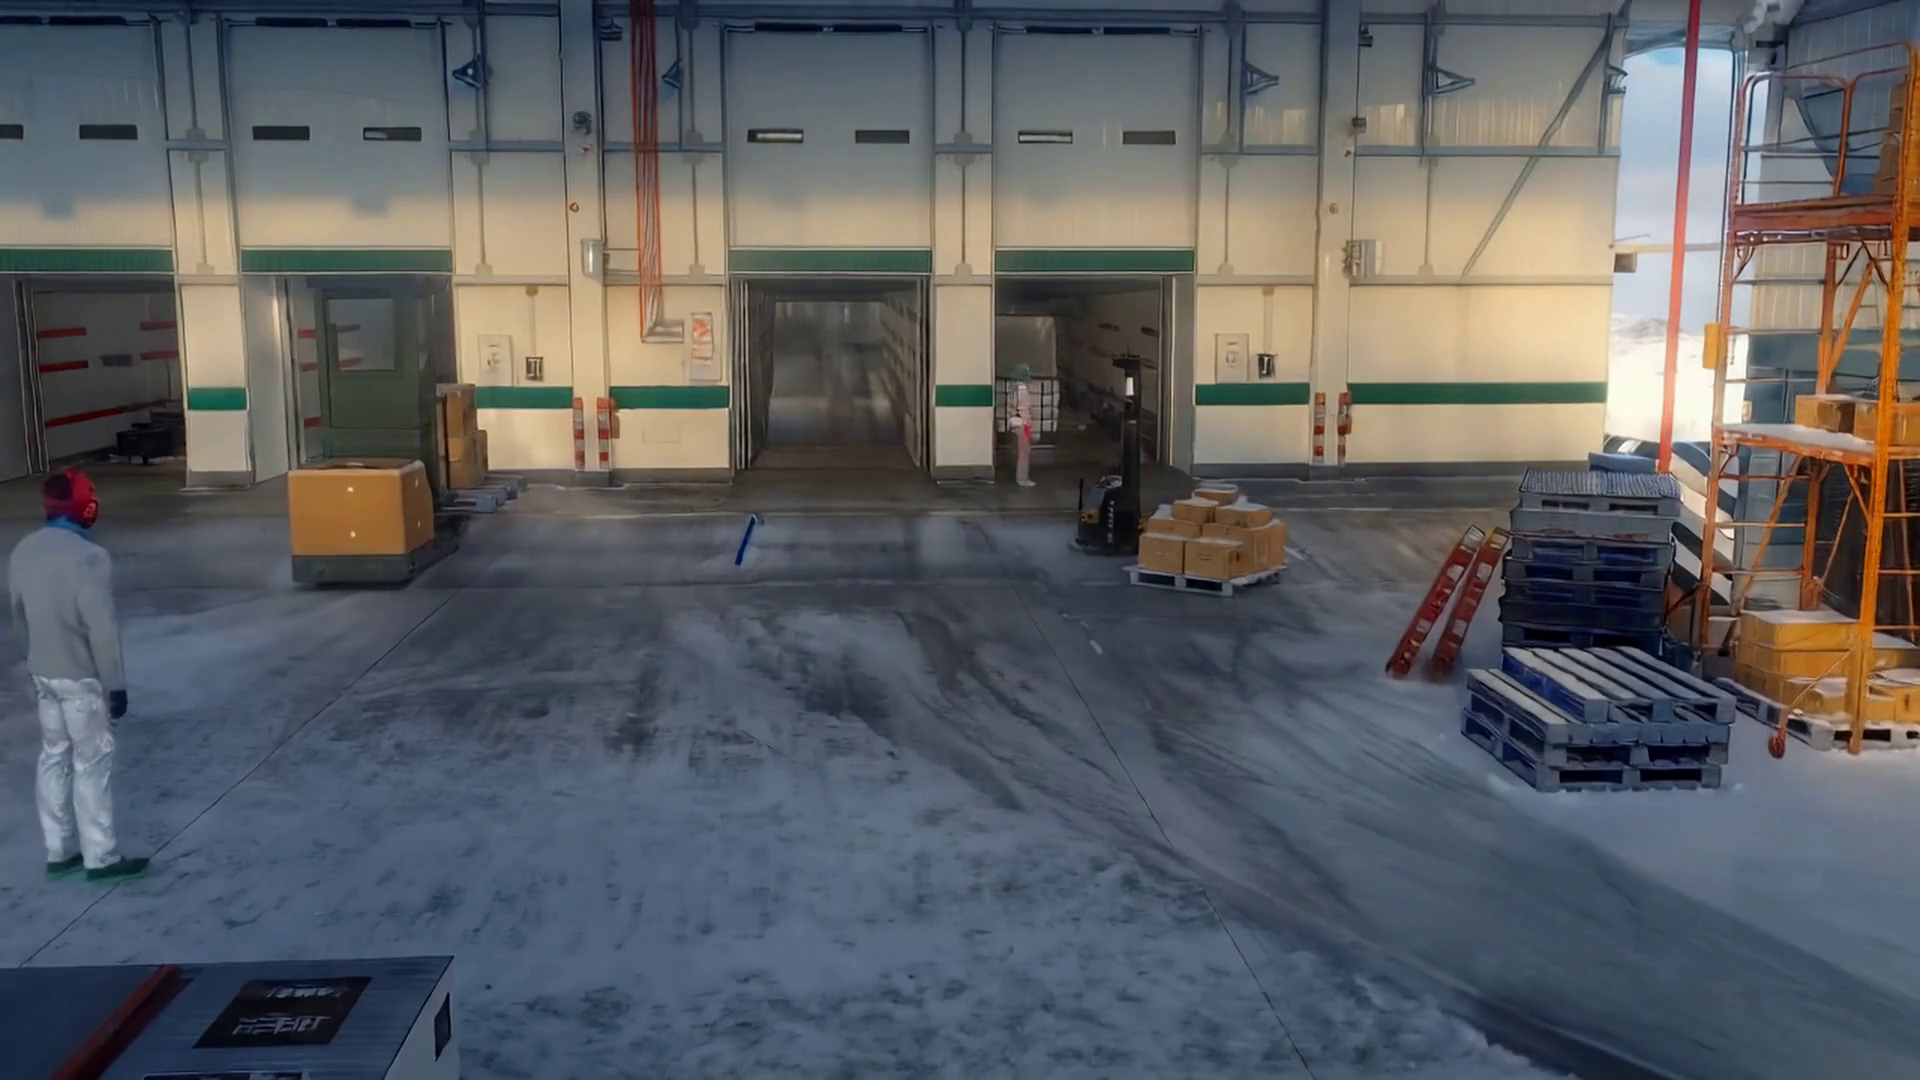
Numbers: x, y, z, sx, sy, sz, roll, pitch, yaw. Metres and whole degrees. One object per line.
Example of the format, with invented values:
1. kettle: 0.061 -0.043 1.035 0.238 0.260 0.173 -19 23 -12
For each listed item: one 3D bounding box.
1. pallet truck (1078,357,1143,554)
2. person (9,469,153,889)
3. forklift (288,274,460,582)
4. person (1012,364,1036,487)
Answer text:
1. pallet truck: 2.088 -0.836 16.757 1.885 1.965 0.823 2 9 13
2. person: -4.091 0.637 7.696 0.632 1.938 0.359 5 10 28
3. forklift: -5.554 -1.101 15.662 1.129 2.768 1.873 -1 9 -4
4. person: 0.853 -1.532 22.257 0.309 1.637 0.518 0 9 -3
